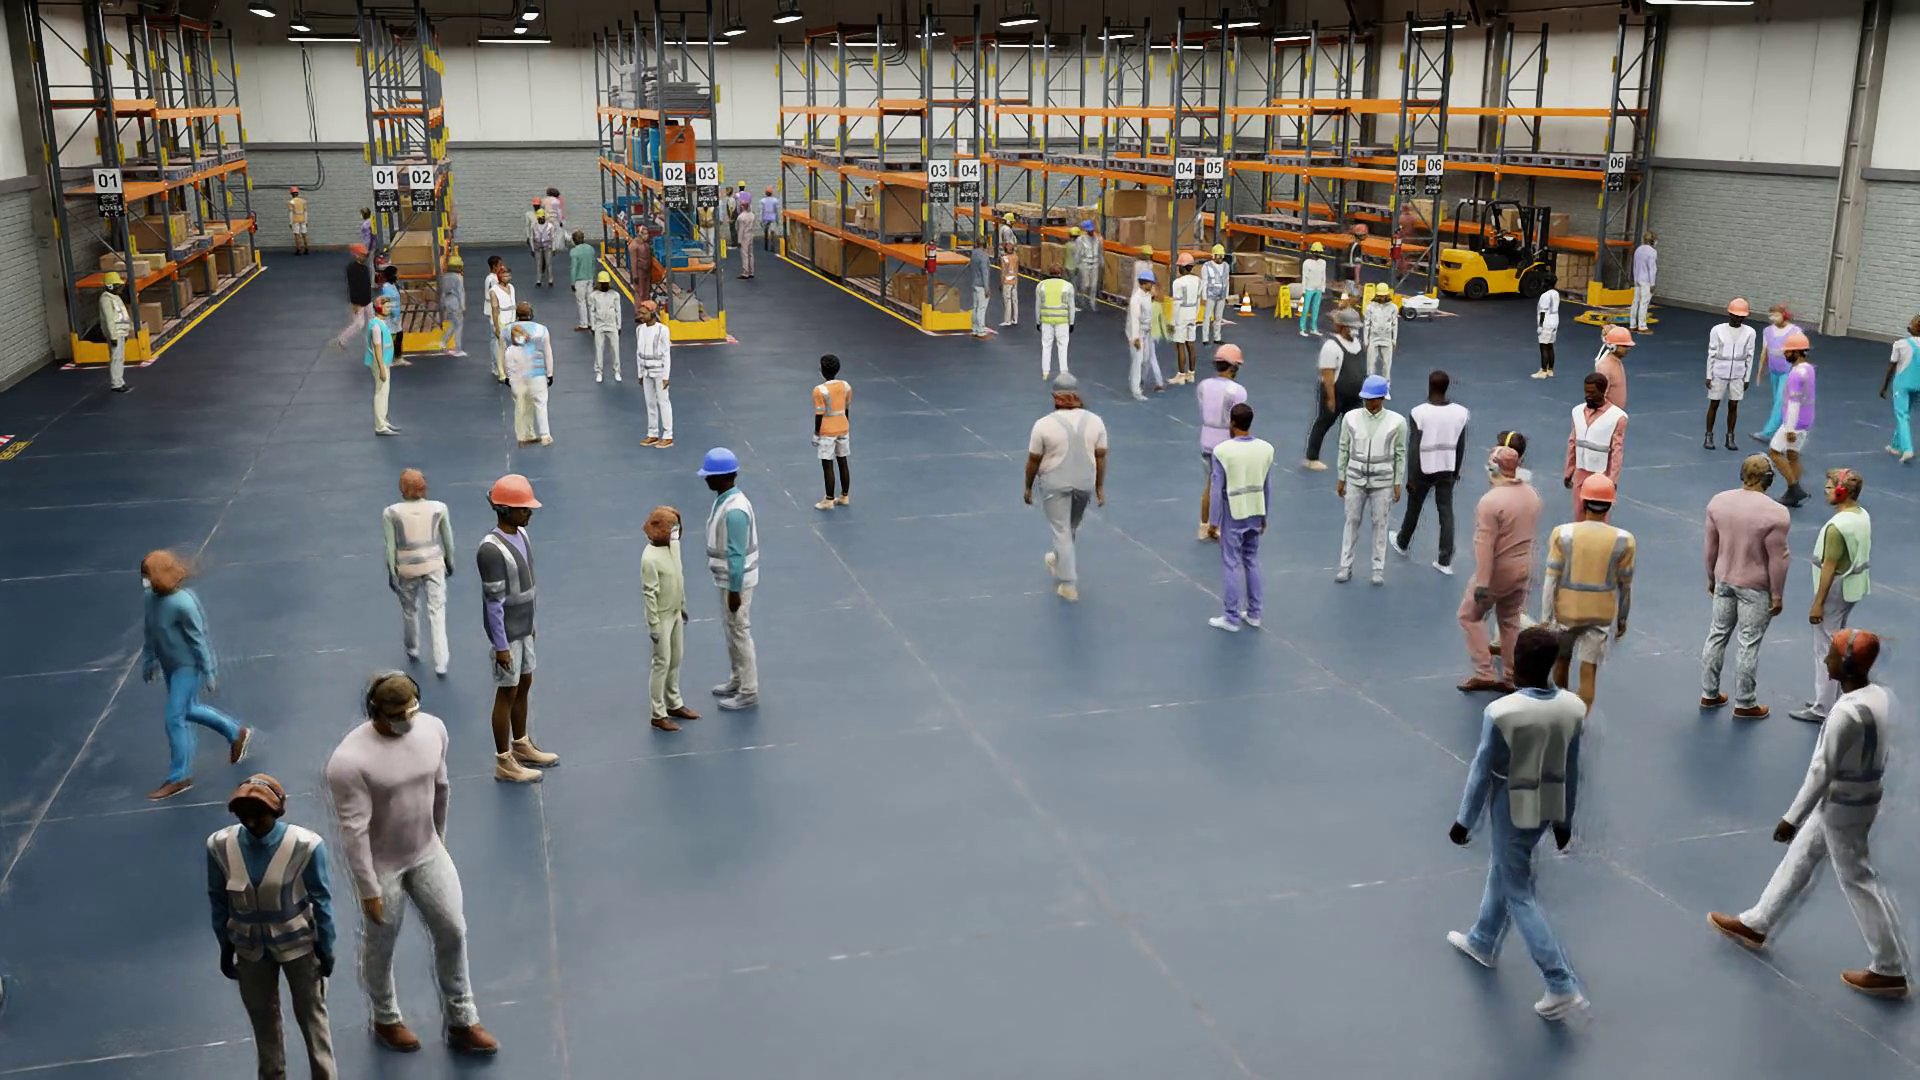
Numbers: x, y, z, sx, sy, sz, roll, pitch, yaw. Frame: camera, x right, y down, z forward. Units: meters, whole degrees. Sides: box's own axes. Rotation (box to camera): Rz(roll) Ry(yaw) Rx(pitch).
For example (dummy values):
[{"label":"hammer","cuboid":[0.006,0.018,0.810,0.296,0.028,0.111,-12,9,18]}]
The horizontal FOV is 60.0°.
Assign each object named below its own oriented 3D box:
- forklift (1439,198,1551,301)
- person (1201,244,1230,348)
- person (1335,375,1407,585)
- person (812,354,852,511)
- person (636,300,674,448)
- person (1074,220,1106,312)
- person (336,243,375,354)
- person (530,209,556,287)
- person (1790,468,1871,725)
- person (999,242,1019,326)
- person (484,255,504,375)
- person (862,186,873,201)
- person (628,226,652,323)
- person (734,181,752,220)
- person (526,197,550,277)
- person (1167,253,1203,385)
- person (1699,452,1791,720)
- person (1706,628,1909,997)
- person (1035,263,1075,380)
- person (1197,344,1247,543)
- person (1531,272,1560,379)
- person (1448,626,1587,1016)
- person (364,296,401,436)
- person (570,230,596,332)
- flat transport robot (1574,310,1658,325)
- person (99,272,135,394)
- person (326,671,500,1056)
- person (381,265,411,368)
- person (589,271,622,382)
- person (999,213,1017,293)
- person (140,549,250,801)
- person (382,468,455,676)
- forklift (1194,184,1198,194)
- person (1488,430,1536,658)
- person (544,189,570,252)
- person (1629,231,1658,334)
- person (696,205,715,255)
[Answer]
[{"label":"forklift","cuboid":[11.913,-6.508,37.130,2.313,2.155,1.214,-4,15,-15]},{"label":"person","cuboid":[4.587,-4.374,29.792,0.590,1.835,0.404,-7,17,-25]},{"label":"person","cuboid":[3.746,-0.548,15.185,0.605,1.944,0.403,6,16,21]},{"label":"person","cuboid":[-1.387,-1.161,17.967,0.318,1.697,0.533,12,19,38]},{"label":"person","cuboid":[-3.904,-2.112,21.215,0.576,1.874,0.356,11,18,35]},{"label":"person","cuboid":[2.714,-5.677,34.535,0.707,1.918,0.455,-7,16,-23]},{"label":"person","cuboid":[-10.320,-4.106,28.523,0.825,1.973,0.626,4,15,14]},{"label":"person","cuboid":[-9.825,-6.872,39.193,0.588,1.834,0.403,-1,15,-4]},{"label":"person","cuboid":[6.243,0.401,11.829,0.373,1.834,0.563,13,20,41]},{"label":"person","cuboid":[0.959,-5.008,32.547,0.312,1.642,0.512,13,19,39]},{"label":"person","cuboid":[-7.463,-3.619,26.789,0.390,1.919,0.591,-6,16,-20]},{"label":"person","cuboid":[-2.695,-9.534,49.174,0.499,1.860,0.334,11,19,36]},{"label":"person","cuboid":[-6.322,-5.288,33.125,0.400,1.892,0.659,5,16,18]},{"label":"person","cuboid":[-6.603,-9.943,50.571,0.589,1.927,0.386,-9,18,-32]},{"label":"person","cuboid":[-10.521,-7.583,41.572,0.620,1.982,0.577,-1,15,-2]},{"label":"person","cuboid":[3.472,-3.427,25.828,0.608,2.044,0.377,-14,20,-42]},{"label":"person","cuboid":[5.610,0.327,11.904,0.372,1.939,0.631,-9,17,-31]},{"label":"person","cuboid":[4.372,1.333,8.322,0.986,1.839,0.595,11,19,37]},{"label":"person","cuboid":[1.510,-3.449,26.303,0.633,1.839,0.429,4,15,14]},{"label":"person","cuboid":[2.605,-0.921,16.439,0.429,2.034,0.635,-12,19,-37]},{"label":"person","cuboid":[9.326,-3.404,26.421,0.321,1.689,0.530,12,19,37]},{"label":"person","cuboid":[2.795,1.353,8.162,0.600,1.887,0.939,-8,17,-28]},{"label":"person","cuboid":[-7.662,-2.300,21.994,0.392,1.836,0.561,-4,15,-13]},{"label":"person","cuboid":[-7.195,-4.936,31.733,0.372,1.930,0.631,8,17,28]},{"label":"flat transport robot","cuboid":[13.024,-4.429,32.996,1.431,0.197,0.652,-3,15,-11]},{"label":"person","cuboid":[-12.743,-3.132,25.138,0.403,1.826,0.595,-4,15,-15]},{"label":"person","cuboid":[-2.492,1.500,7.563,0.788,1.897,0.632,12,19,38]},{"label":"person","cuboid":[-9.381,-3.698,27.538,0.388,1.678,0.578,-1,15,-5]},{"label":"person","cuboid":[-5.562,-3.353,26.150,0.485,1.735,0.332,-4,15,-13]},{"label":"person","cuboid":[1.093,-6.543,37.968,0.404,1.827,0.586,-4,15,-14]},{"label":"person","cuboid":[-4.975,0.808,10.720,0.509,1.602,0.733,11,18,35]},{"label":"person","cuboid":[-4.188,0.229,12.939,0.535,1.588,0.875,-7,16,-24]},{"label":"forklift","cuboid":[7.392,-11.333,53.972,1.873,2.768,1.129,-4,15,-15]},{"label":"person","cuboid":[4.350,0.067,13.031,0.535,1.859,0.543,12,19,39]},{"label":"person","cuboid":[-11.741,-9.257,48.259,0.641,1.798,0.703,9,17,30]},{"label":"person","cuboid":[12.947,-4.865,31.440,0.370,1.939,0.631,-3,15,-10]},{"label":"person","cuboid":[-6.942,-8.593,45.672,0.639,1.829,0.470,-1,15,-3]}]
